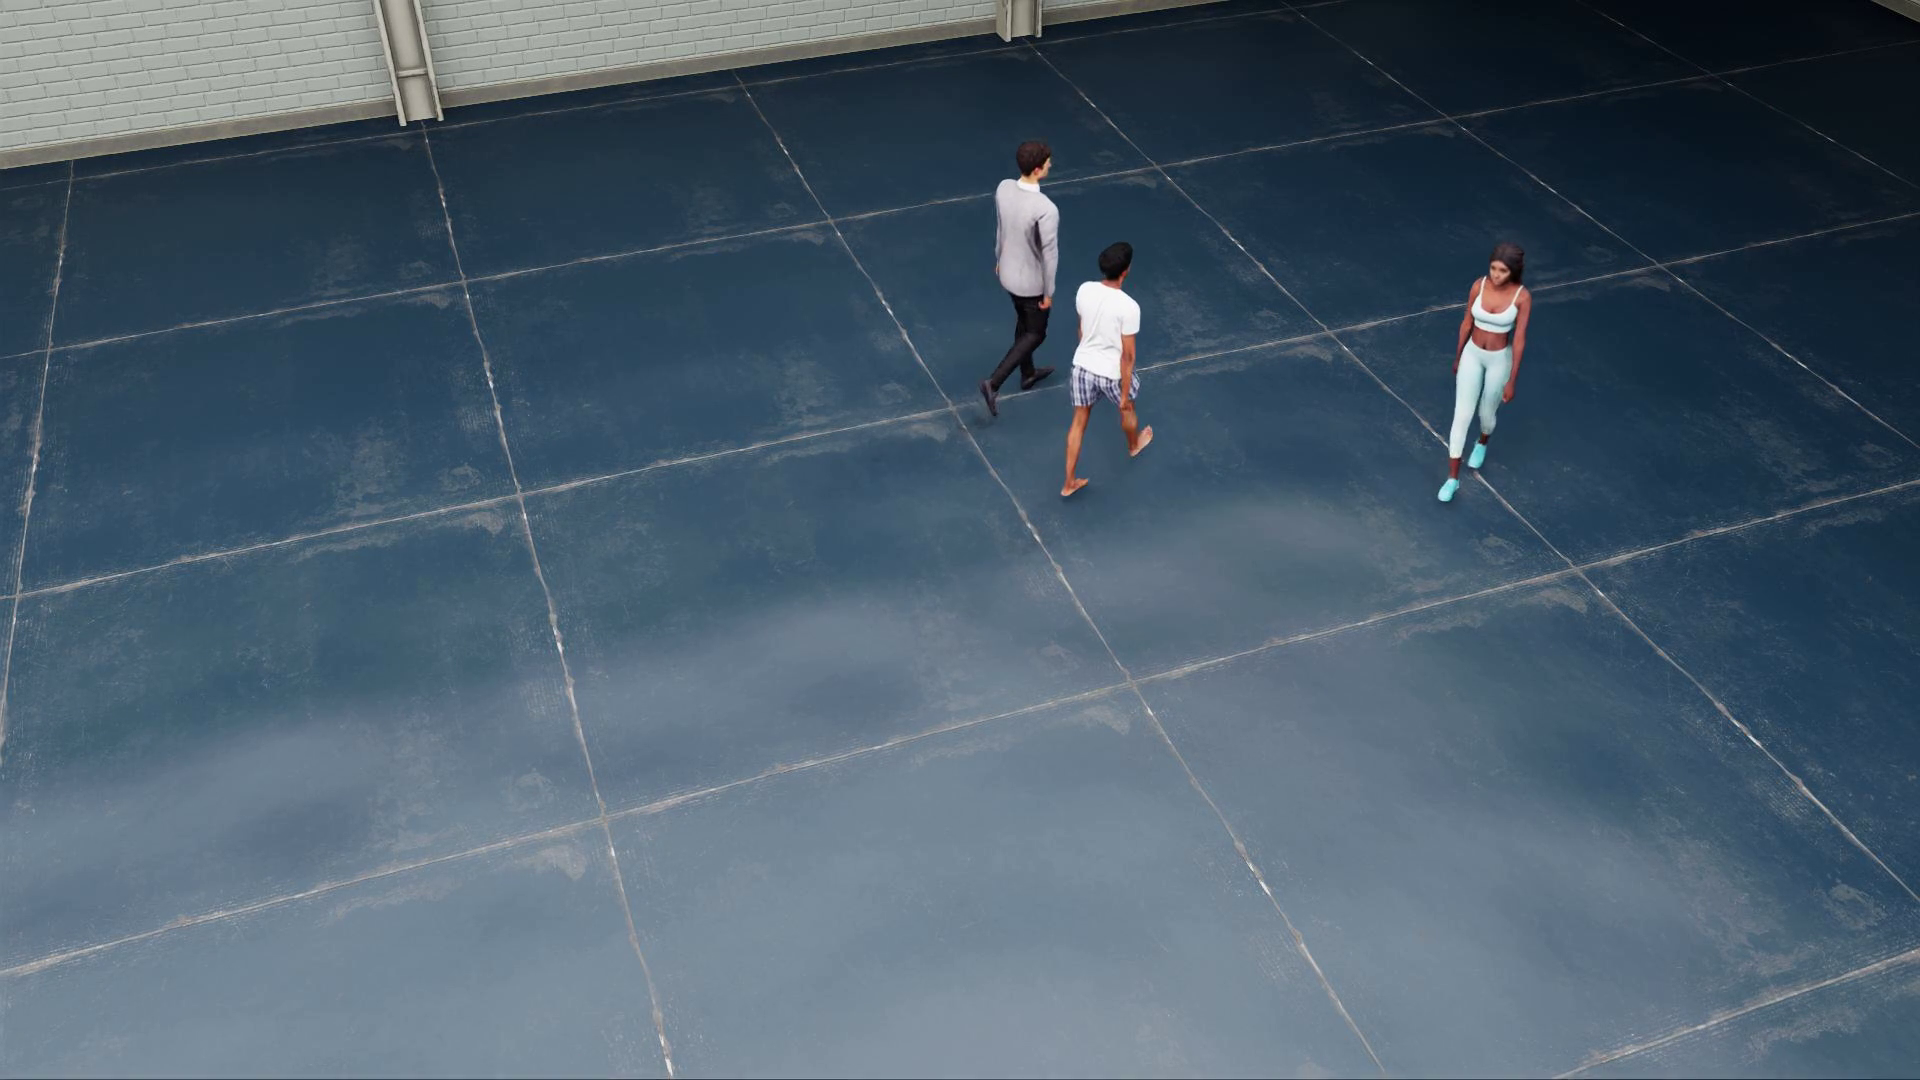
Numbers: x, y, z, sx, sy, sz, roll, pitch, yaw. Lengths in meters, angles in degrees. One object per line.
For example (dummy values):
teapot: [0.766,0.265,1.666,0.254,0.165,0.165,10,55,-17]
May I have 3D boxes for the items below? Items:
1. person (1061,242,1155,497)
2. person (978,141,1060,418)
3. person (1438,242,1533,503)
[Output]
person: [0.833,-1.002,10.371,1.035,1.689,1.193,26,45,29]
person: [0.374,-1.741,11.140,1.172,1.906,0.966,-27,46,-30]
person: [3.358,-1.113,10.520,0.949,1.681,1.050,22,43,25]
